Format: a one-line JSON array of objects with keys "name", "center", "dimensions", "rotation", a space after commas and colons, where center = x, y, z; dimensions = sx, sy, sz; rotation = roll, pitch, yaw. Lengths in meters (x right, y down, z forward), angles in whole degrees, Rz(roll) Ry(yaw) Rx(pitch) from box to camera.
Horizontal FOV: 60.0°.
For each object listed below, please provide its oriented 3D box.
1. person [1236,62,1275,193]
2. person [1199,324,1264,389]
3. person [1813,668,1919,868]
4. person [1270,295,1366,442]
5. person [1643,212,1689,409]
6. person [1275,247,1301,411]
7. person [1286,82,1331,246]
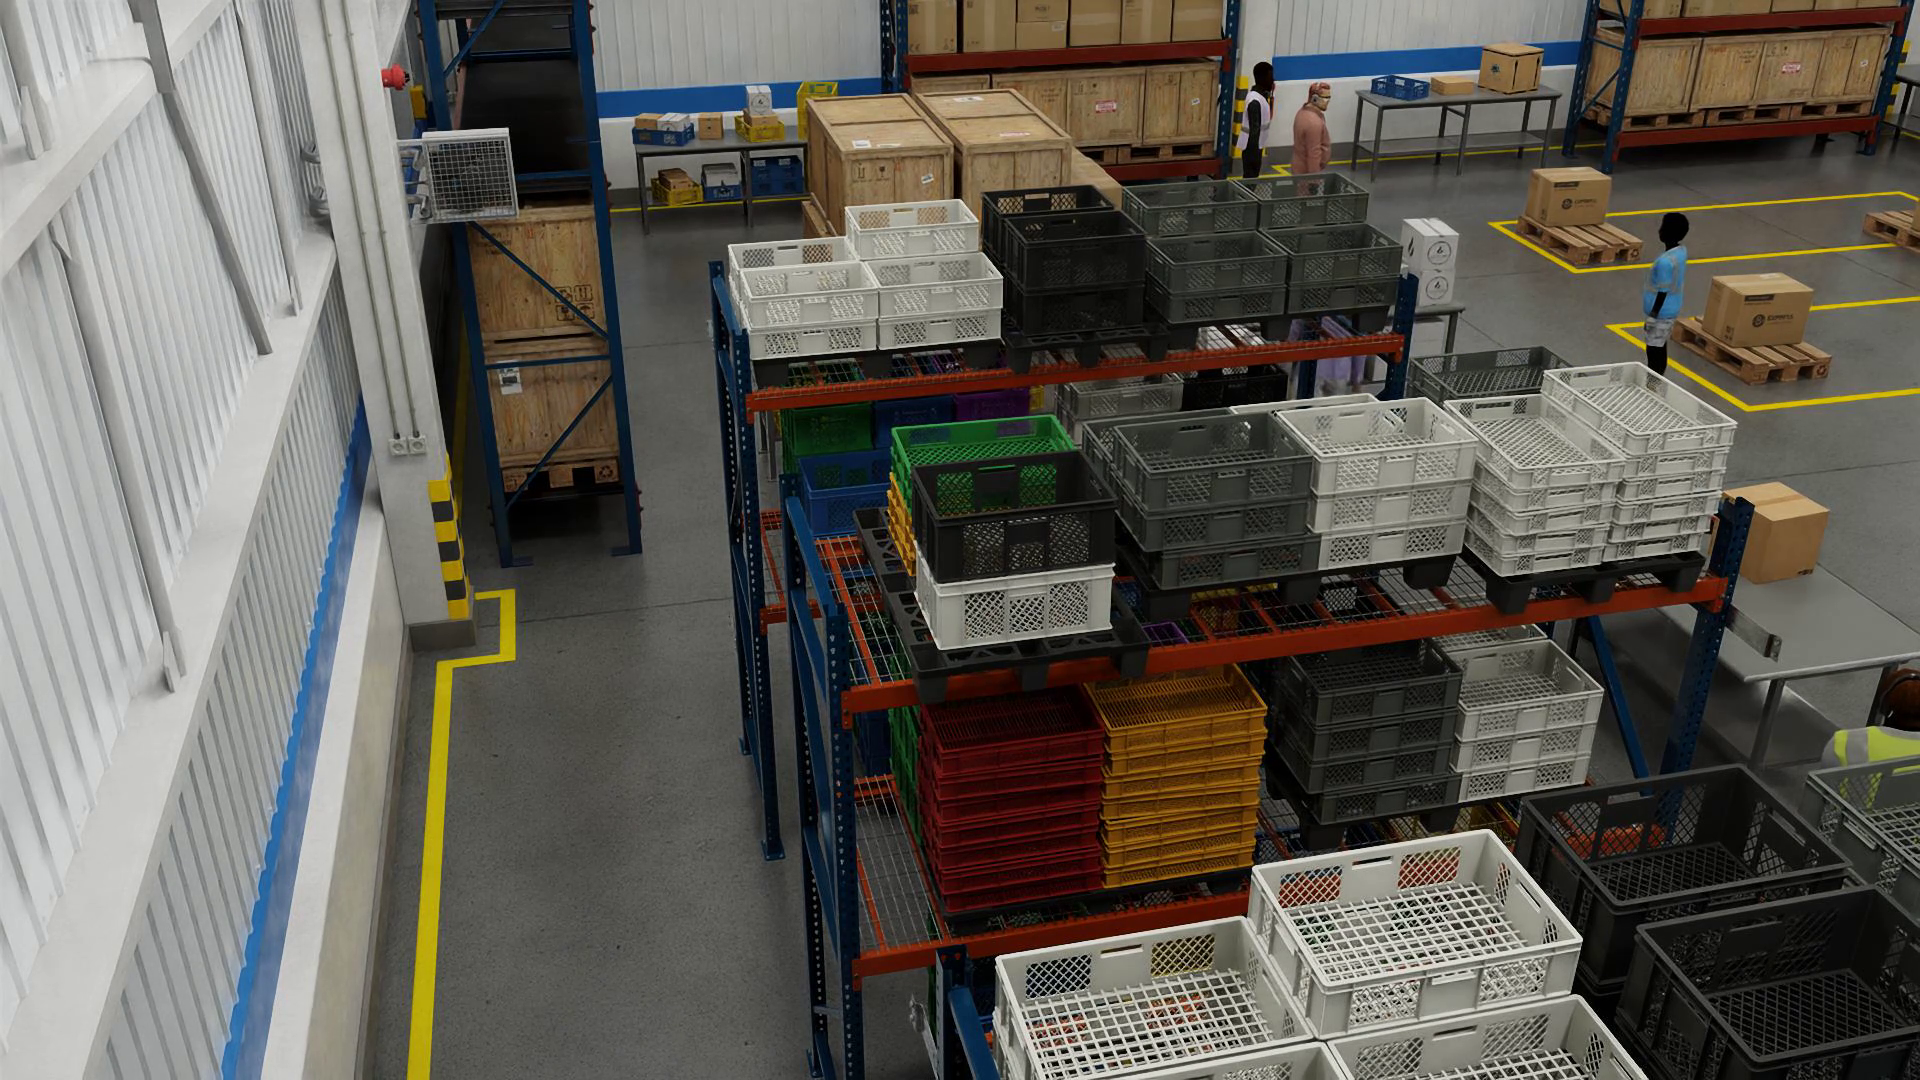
[{"name": "person", "center": [3.273, -4.354, 18.524], "dimensions": [0.392, 1.919, 0.590], "rotation": [5, 28, 9]}, {"name": "person", "center": [1.973, -0.983, 12.173], "dimensions": [0.366, 1.881, 0.564], "rotation": [-23, 36, -37]}, {"name": "person", "center": [4.182, 1.414, 7.676], "dimensions": [0.629, 1.837, 0.430], "rotation": [5, 28, 10]}, {"name": "person", "center": [2.735, -1.271, 12.687], "dimensions": [0.664, 1.936, 0.527], "rotation": [-2, 28, -4]}, {"name": "person", "center": [5.985, -1.964, 14.223], "dimensions": [0.320, 1.695, 0.537], "rotation": [18, 33, 30]}, {"name": "person", "center": [2.637, -1.459, 13.097], "dimensions": [0.331, 1.865, 0.512], "rotation": [2, 28, 5]}, {"name": "person", "center": [3.722, -3.905, 17.691], "dimensions": [0.401, 1.905, 0.642], "rotation": [-1, 28, -1]}]
